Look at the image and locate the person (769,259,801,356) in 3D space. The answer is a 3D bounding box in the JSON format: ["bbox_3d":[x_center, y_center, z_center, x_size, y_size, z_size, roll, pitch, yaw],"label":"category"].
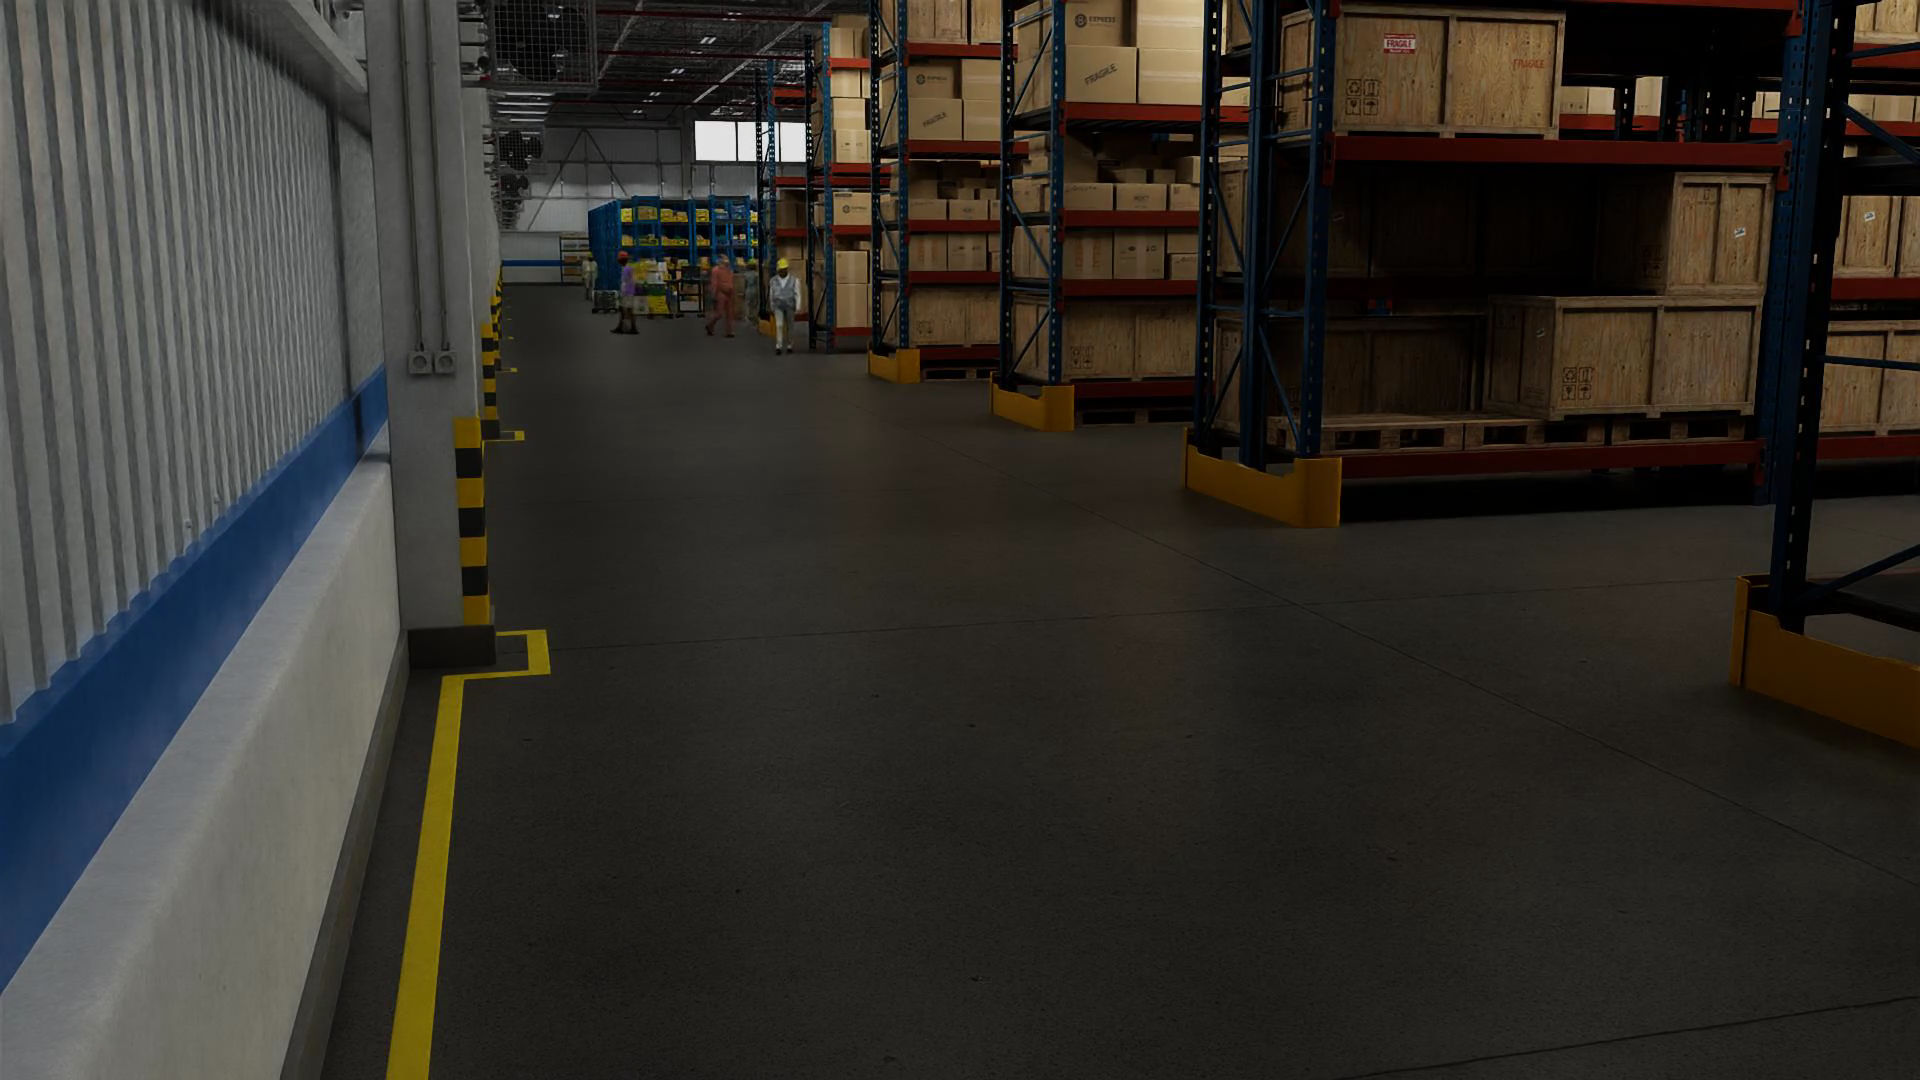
[{"bbox_3d":[-3.267,-4.332,31.018,0.597,1.789,0.927,0,10,-1],"label":"person"}]

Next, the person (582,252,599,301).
[{"bbox_3d":[-13.643,-9.732,61.458,0.605,1.820,0.429,-5,11,-26],"label":"person"}]

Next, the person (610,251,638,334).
[{"bbox_3d":[-7.788,-5.680,38.270,0.754,1.911,0.552,-1,10,-8],"label":"person"}]

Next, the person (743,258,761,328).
[{"bbox_3d":[-5.123,-6.085,41.084,0.498,1.726,0.413,3,10,16],"label":"person"}]

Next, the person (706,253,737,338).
[{"bbox_3d":[-5.293,-5.430,36.962,0.600,1.887,0.645,7,12,33],"label":"person"}]
